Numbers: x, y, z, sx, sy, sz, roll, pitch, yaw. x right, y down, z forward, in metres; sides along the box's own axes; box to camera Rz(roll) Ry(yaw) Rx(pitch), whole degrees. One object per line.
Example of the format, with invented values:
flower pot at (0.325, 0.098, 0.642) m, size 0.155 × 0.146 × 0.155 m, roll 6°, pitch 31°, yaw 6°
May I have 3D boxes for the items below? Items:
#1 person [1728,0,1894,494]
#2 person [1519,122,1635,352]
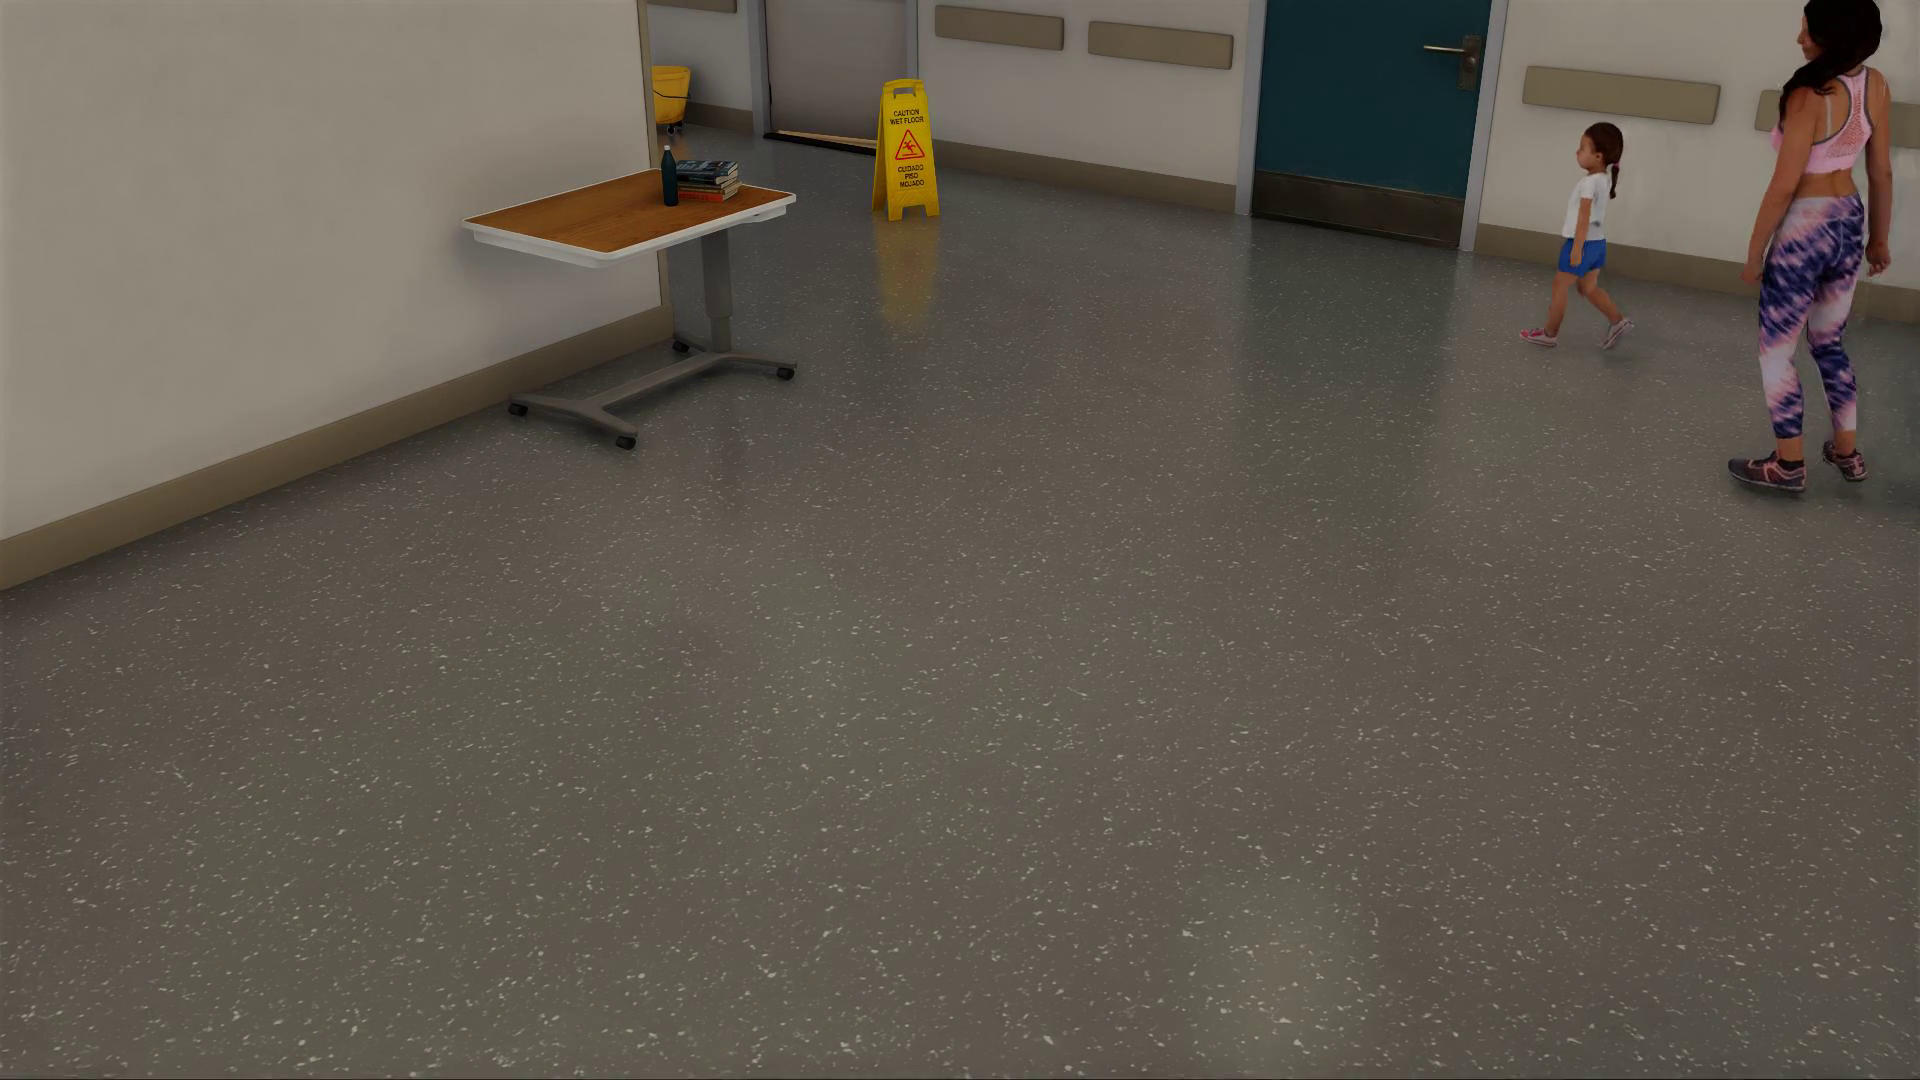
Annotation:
person at (3.020, -0.984, 5.764) m, size 0.880 × 1.736 × 0.873 m, roll -4°, pitch 26°, yaw -8°
person at (2.769, -1.307, 7.268) m, size 0.680 × 1.010 × 0.427 m, roll 17°, pitch 31°, yaw 31°
